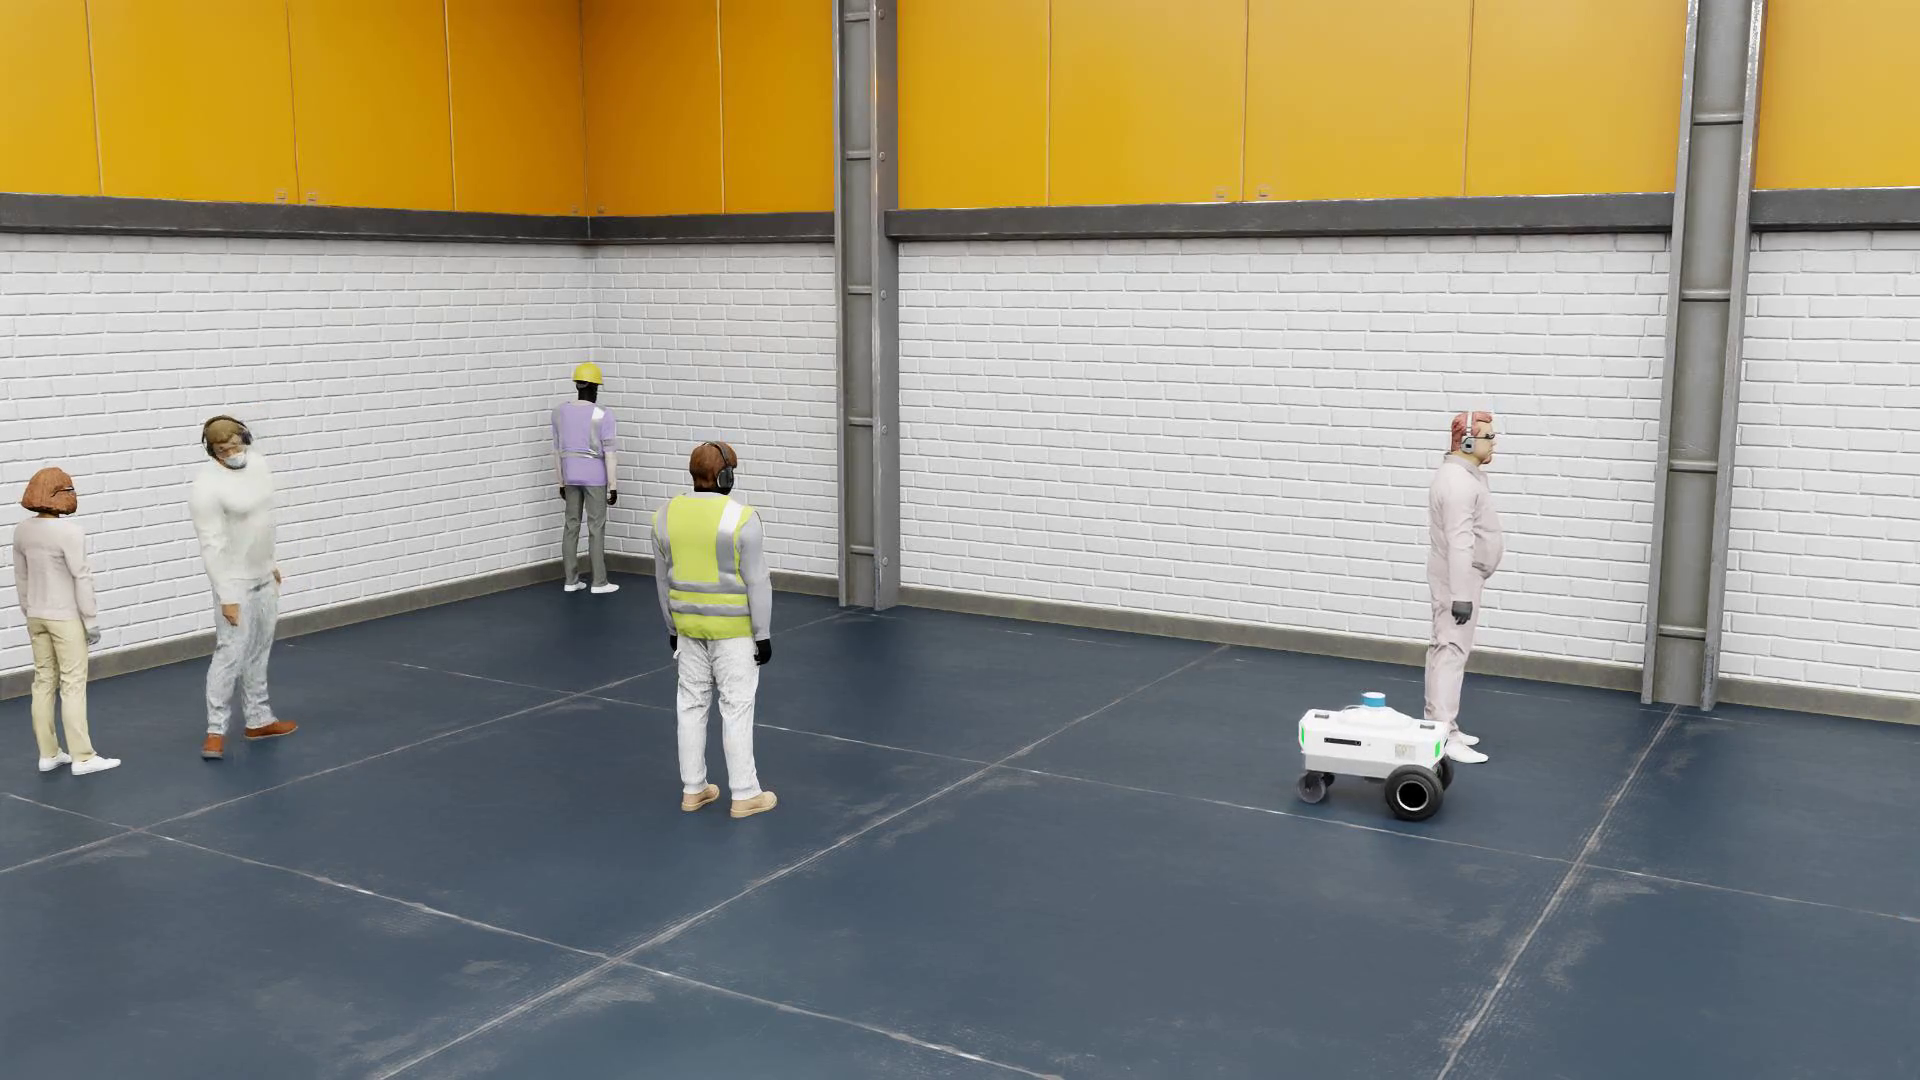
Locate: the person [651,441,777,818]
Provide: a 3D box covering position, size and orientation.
[{"bbox_3d":[-1.181,0.435,8.128,0.627,1.844,0.429,4,10,24],"label":"person"}]

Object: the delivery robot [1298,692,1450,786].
[{"bbox_3d":[2.057,1.004,8.286,0.707,0.478,0.477,4,10,22],"label":"delivery robot"}]

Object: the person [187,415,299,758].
[{"bbox_3d":[-3.986,0.240,9.225,0.358,1.894,0.697,1,9,7],"label":"person"}]

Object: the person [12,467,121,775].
[{"bbox_3d":[-4.767,0.428,8.813,0.498,1.634,0.284,4,10,23],"label":"person"}]

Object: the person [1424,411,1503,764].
[{"bbox_3d":[2.758,0.244,9.115,0.399,1.909,0.642,2,9,12],"label":"person"}]

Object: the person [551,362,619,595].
[{"bbox_3d":[-3.080,-0.505,13.757,0.582,1.918,0.388,3,10,17],"label":"person"}]
